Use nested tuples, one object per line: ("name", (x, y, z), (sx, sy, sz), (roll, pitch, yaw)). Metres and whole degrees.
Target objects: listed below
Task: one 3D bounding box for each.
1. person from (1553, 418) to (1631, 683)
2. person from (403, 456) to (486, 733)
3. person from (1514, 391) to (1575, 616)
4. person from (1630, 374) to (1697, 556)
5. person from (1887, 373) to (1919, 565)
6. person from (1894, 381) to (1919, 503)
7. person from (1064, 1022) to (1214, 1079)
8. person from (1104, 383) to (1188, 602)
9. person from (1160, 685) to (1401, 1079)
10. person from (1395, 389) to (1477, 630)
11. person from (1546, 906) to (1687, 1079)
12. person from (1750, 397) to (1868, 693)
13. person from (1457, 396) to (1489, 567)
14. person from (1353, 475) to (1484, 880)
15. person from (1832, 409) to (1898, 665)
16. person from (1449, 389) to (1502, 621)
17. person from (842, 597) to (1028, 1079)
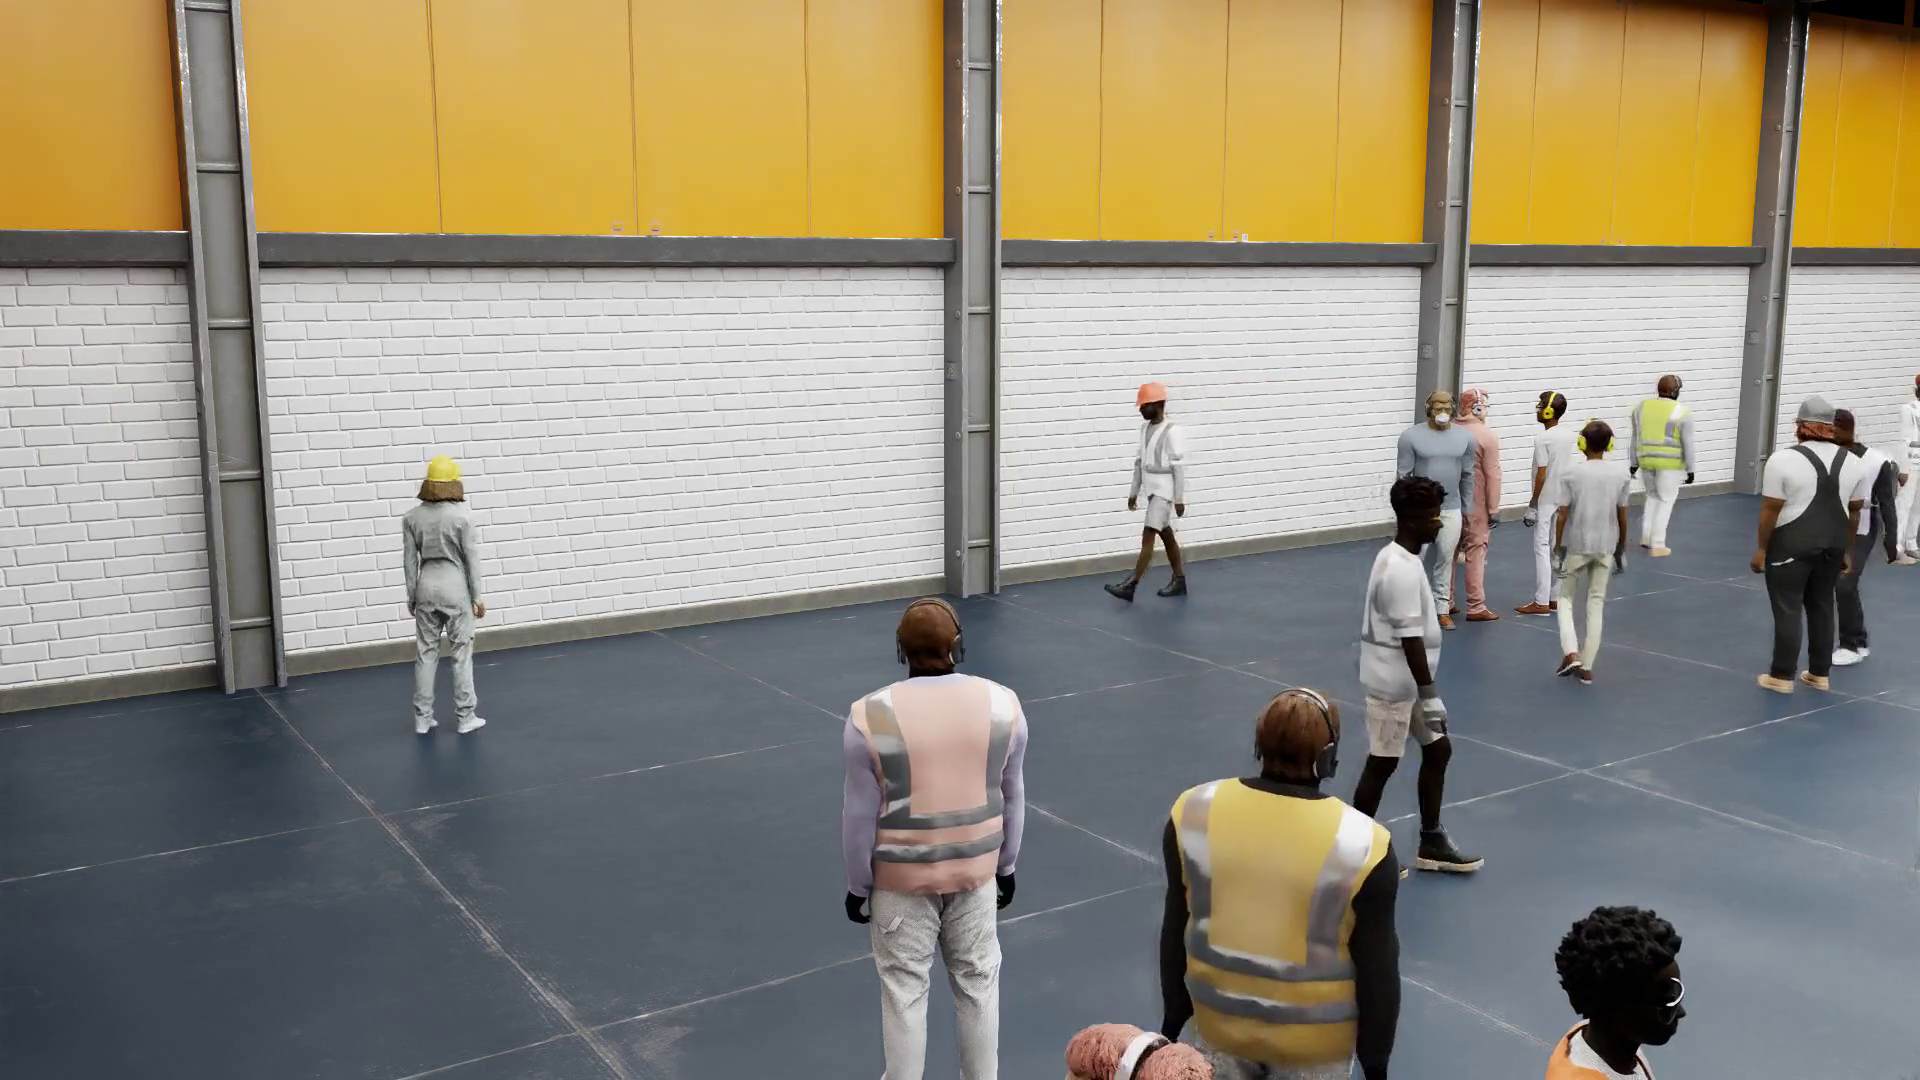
("person", (4.398, 0.079, 11.591), (0.526, 1.855, 0.376), (1, 10, 9))
("person", (-3.208, 0.351, 10.354), (0.515, 1.734, 0.368), (2, 10, 10))
("person", (4.879, -0.306, 13.851), (0.526, 1.876, 0.324), (-8, 12, -40))
("person", (7.058, -0.746, 16.654), (0.518, 1.822, 0.650), (-7, 12, -36))
("person", (9.345, -0.706, 16.233), (0.578, 1.882, 0.346), (-6, 11, -30))
("person", (10.556, -0.971, 18.293), (0.879, 1.722, 0.540), (-1, 9, -4))
("person", (0.314, 1.611, 2.363), (0.998, 1.864, 0.657), (8, 12, 38))
("person", (1.611, -0.408, 14.417), (0.958, 1.886, 0.549), (-4, 10, -21))
("person", (0.816, 1.292, 4.360), (0.651, 1.828, 0.543), (5, 11, 27))
("person", (3.782, -0.240, 13.265), (0.635, 1.936, 0.355), (0, 9, 0))
("person", (1.257, 1.535, 3.295), (0.318, 1.697, 0.535), (4, 10, 20))
("person", (5.756, 0.020, 11.389), (0.698, 2.000, 0.542), (-1, 9, -7))
("person", (4.988, -0.589, 16.138), (0.474, 1.684, 0.547), (2, 10, 14))
("person", (2.184, 0.668, 7.771), (0.773, 1.941, 0.616), (3, 10, 20))
("person", (6.471, -0.022, 12.135), (0.722, 1.872, 0.609), (-4, 10, -25))
("person", (4.181, -0.289, 13.669), (0.403, 1.904, 0.637), (-7, 11, -35))
("person", (-0.091, 1.097, 5.507), (0.629, 1.841, 0.429), (-3, 10, -19))
